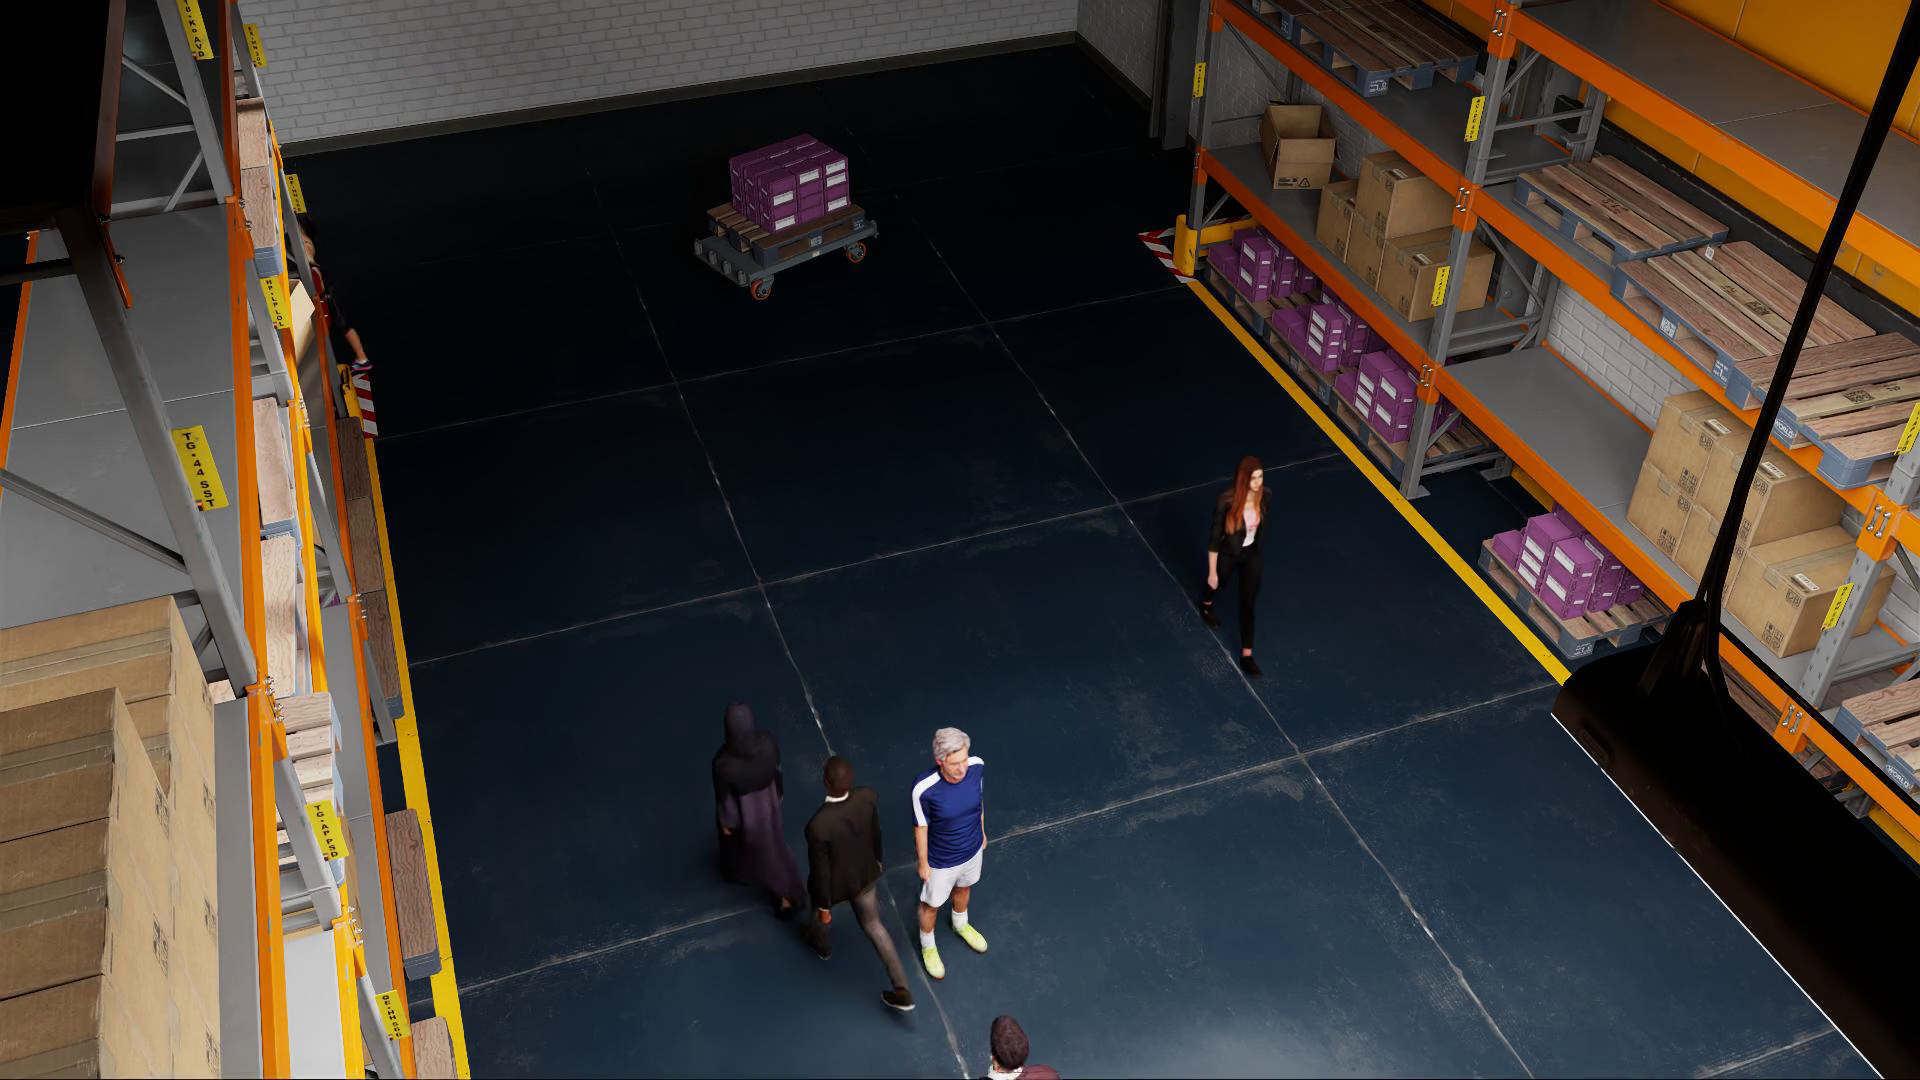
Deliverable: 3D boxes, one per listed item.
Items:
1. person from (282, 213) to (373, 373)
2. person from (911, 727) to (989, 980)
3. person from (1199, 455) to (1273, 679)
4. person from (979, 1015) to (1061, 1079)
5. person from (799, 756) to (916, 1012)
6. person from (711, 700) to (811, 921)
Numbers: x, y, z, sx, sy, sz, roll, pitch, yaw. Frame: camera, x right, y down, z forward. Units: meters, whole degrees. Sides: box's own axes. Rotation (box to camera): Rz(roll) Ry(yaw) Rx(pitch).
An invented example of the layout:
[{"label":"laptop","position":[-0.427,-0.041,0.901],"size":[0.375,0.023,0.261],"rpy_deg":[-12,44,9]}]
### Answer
[{"label":"person","position":[-5.494,-2.153,14.490],"size":[0.699,1.705,0.789],"rpy_deg":[-8,39,-10]},{"label":"person","position":[-0.057,1.743,9.504],"size":[0.696,1.839,0.657],"rpy_deg":[-25,45,-28]},{"label":"person","position":[1.902,0.070,11.738],"size":[0.665,1.665,1.158],"rpy_deg":[-10,40,-13]},{"label":"person","position":[0.260,2.984,7.939],"size":[0.679,1.852,0.725],"rpy_deg":[-12,40,-14]},{"label":"person","position":[-0.571,1.949,9.312],"size":[0.948,1.758,1.283],"rpy_deg":[-27,46,-30]},{"label":"person","position":[-1.208,1.622,9.856],"size":[0.722,1.589,1.072],"rpy_deg":[-21,43,-24]}]
